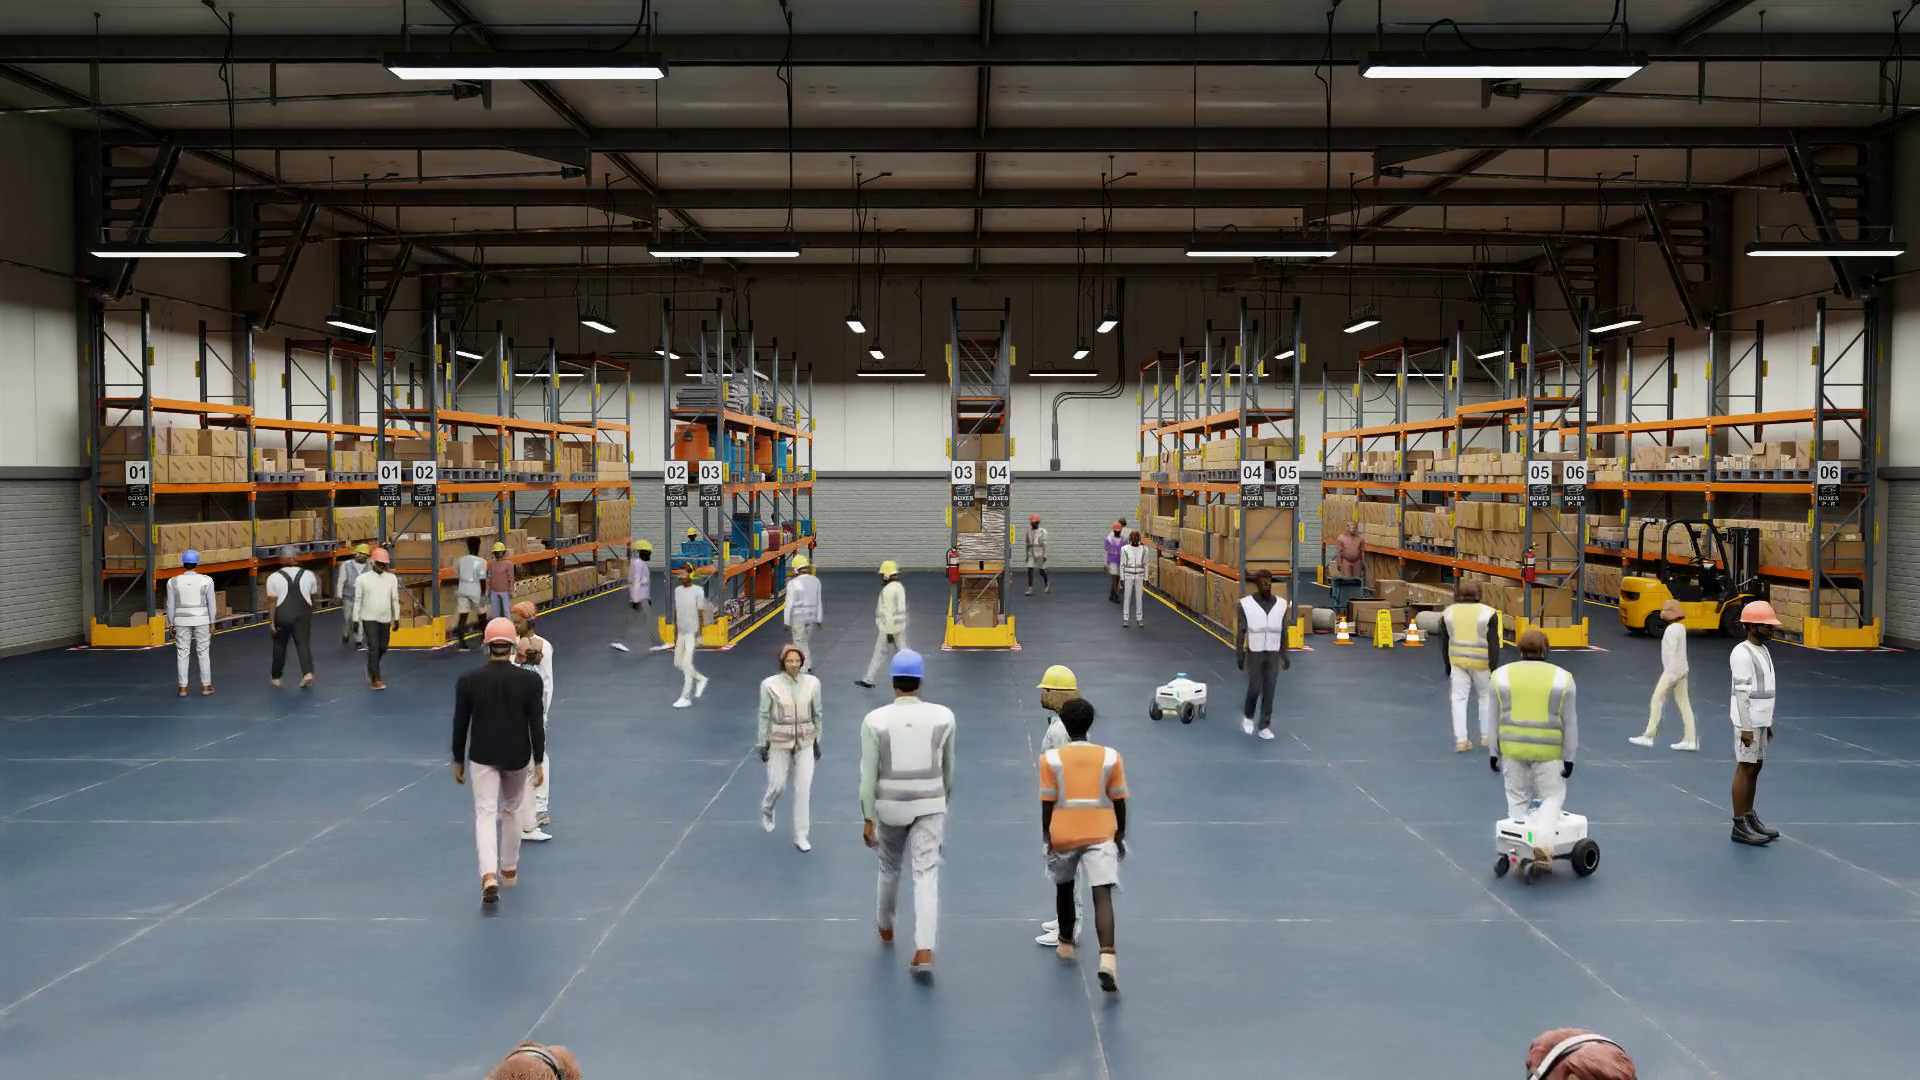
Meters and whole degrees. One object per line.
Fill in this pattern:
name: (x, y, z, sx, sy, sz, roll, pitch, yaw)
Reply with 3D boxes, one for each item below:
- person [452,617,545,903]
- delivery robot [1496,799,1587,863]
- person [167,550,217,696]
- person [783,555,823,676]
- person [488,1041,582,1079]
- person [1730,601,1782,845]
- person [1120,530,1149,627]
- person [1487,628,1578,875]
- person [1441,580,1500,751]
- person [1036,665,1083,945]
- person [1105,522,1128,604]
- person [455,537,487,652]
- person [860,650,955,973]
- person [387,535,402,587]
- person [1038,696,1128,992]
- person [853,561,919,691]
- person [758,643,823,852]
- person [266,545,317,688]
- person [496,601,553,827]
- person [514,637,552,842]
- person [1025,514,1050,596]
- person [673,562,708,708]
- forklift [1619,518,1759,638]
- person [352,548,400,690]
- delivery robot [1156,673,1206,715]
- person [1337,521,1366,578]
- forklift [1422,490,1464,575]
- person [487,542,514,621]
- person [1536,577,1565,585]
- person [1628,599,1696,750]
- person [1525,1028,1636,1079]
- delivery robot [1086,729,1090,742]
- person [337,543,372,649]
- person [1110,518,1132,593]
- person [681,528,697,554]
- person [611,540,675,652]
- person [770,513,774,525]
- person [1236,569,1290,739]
person: (-3.231, 1.520, 11.323, 0.625, 1.956, 1.007, -1, 2, -18)
delivery robot: (4.289, 2.156, 11.904, 0.707, 0.478, 0.477, -1, 3, -33)
person: (-10.296, 1.107, 21.645, 0.603, 1.949, 0.389, -1, 2, -21)
person: (-2.269, 1.120, 22.981, 0.492, 1.812, 0.629, 2, 3, 43)
person: (-0.977, 1.974, 3.802, 0.546, 1.612, 0.649, 0, 2, 7)
person: (6.415, 1.456, 13.015, 0.354, 1.939, 0.545, 2, 3, 41)
person: (3.402, 0.748, 31.514, 0.573, 1.883, 0.355, 0, 2, -1)
person: (4.184, 1.560, 11.832, 0.631, 1.830, 0.528, 1, 3, 25)
person: (5.550, 1.340, 17.399, 0.661, 1.815, 0.784, 2, 3, 38)
person: (0.626, 1.662, 10.223, 0.295, 1.743, 0.493, 0, 2, 12)
person: (3.612, 0.511, 37.521, 0.546, 1.896, 0.914, 0, 2, -12)
person: (-8.189, 0.899, 27.207, 0.633, 1.911, 0.996, 1, 2, 14)
person: (-0.315, 1.615, 9.770, 0.584, 1.891, 1.043, 0, 2, -6)
person: (-12.577, 0.696, 35.921, 0.500, 1.632, 0.286, 1, 3, 26)
person: (0.735, 1.748, 9.435, 0.539, 1.642, 0.946, 0, 2, -4)
person: (-0.966, 1.178, 21.988, 0.955, 1.777, 0.607, 1, 2, 22)
person: (-1.356, 1.621, 12.829, 0.521, 1.625, 0.553, -1, 2, -22)
person: (-9.279, 1.052, 22.441, 0.678, 2.000, 1.020, -2, 3, -36)
person: (-3.667, 1.459, 13.633, 0.574, 1.882, 0.356, 2, 3, 40)
person: (-3.495, 1.602, 13.070, 0.308, 1.636, 0.523, -1, 3, -29)
person: (1.903, 0.351, 39.841, 0.624, 2.021, 0.857, 1, 3, 30)
person: (-3.451, 1.195, 20.690, 0.529, 1.851, 0.619, 2, 3, 34)
forklift: (13.417, 0.684, 29.791, 2.313, 2.155, 1.214, 0, 2, 0)
person: (-8.160, 1.072, 22.500, 0.631, 1.956, 0.847, -2, 3, -43)
delivery robot: (2.673, 1.855, 19.488, 0.477, 0.478, 0.707, 2, 3, 37)
person: (9.002, 0.518, 37.130, 0.674, 1.906, 0.456, 0, 2, -2)
forklift: (13.926, -0.371, 47.846, 1.873, 2.768, 1.129, 0, 2, 0)
person: (-8.160, 0.921, 28.630, 0.530, 1.768, 0.312, 1, 2, 14)
person: (11.660, 0.728, 32.018, 0.637, 1.887, 1.017, 0, 2, 2)
person: (7.577, 1.440, 17.403, 0.752, 1.603, 0.534, 2, 3, 40)
person: (1.150, 1.870, 3.062, 0.638, 1.902, 0.406, -1, 3, -25)
delivery robot: (1.174, 1.895, 15.256, 0.335, 0.223, 0.698, -1, 2, -15)
person: (-10.400, 0.948, 27.741, 0.643, 1.788, 0.835, -1, 3, -32)
person: (4.085, 0.384, 40.800, 0.650, 1.887, 1.034, 0, 2, 3)
person: (-6.083, 0.599, 36.709, 0.533, 1.767, 0.322, 0, 2, -4)
person: (-5.343, 0.938, 26.997, 1.047, 1.876, 0.601, 0, 2, -11)
person: (-5.439, 0.134, 47.296, 0.314, 1.859, 0.509, 0, 2, -6)
person: (3.408, 1.273, 18.124, 0.591, 1.904, 0.447, 0, 2, -12)
